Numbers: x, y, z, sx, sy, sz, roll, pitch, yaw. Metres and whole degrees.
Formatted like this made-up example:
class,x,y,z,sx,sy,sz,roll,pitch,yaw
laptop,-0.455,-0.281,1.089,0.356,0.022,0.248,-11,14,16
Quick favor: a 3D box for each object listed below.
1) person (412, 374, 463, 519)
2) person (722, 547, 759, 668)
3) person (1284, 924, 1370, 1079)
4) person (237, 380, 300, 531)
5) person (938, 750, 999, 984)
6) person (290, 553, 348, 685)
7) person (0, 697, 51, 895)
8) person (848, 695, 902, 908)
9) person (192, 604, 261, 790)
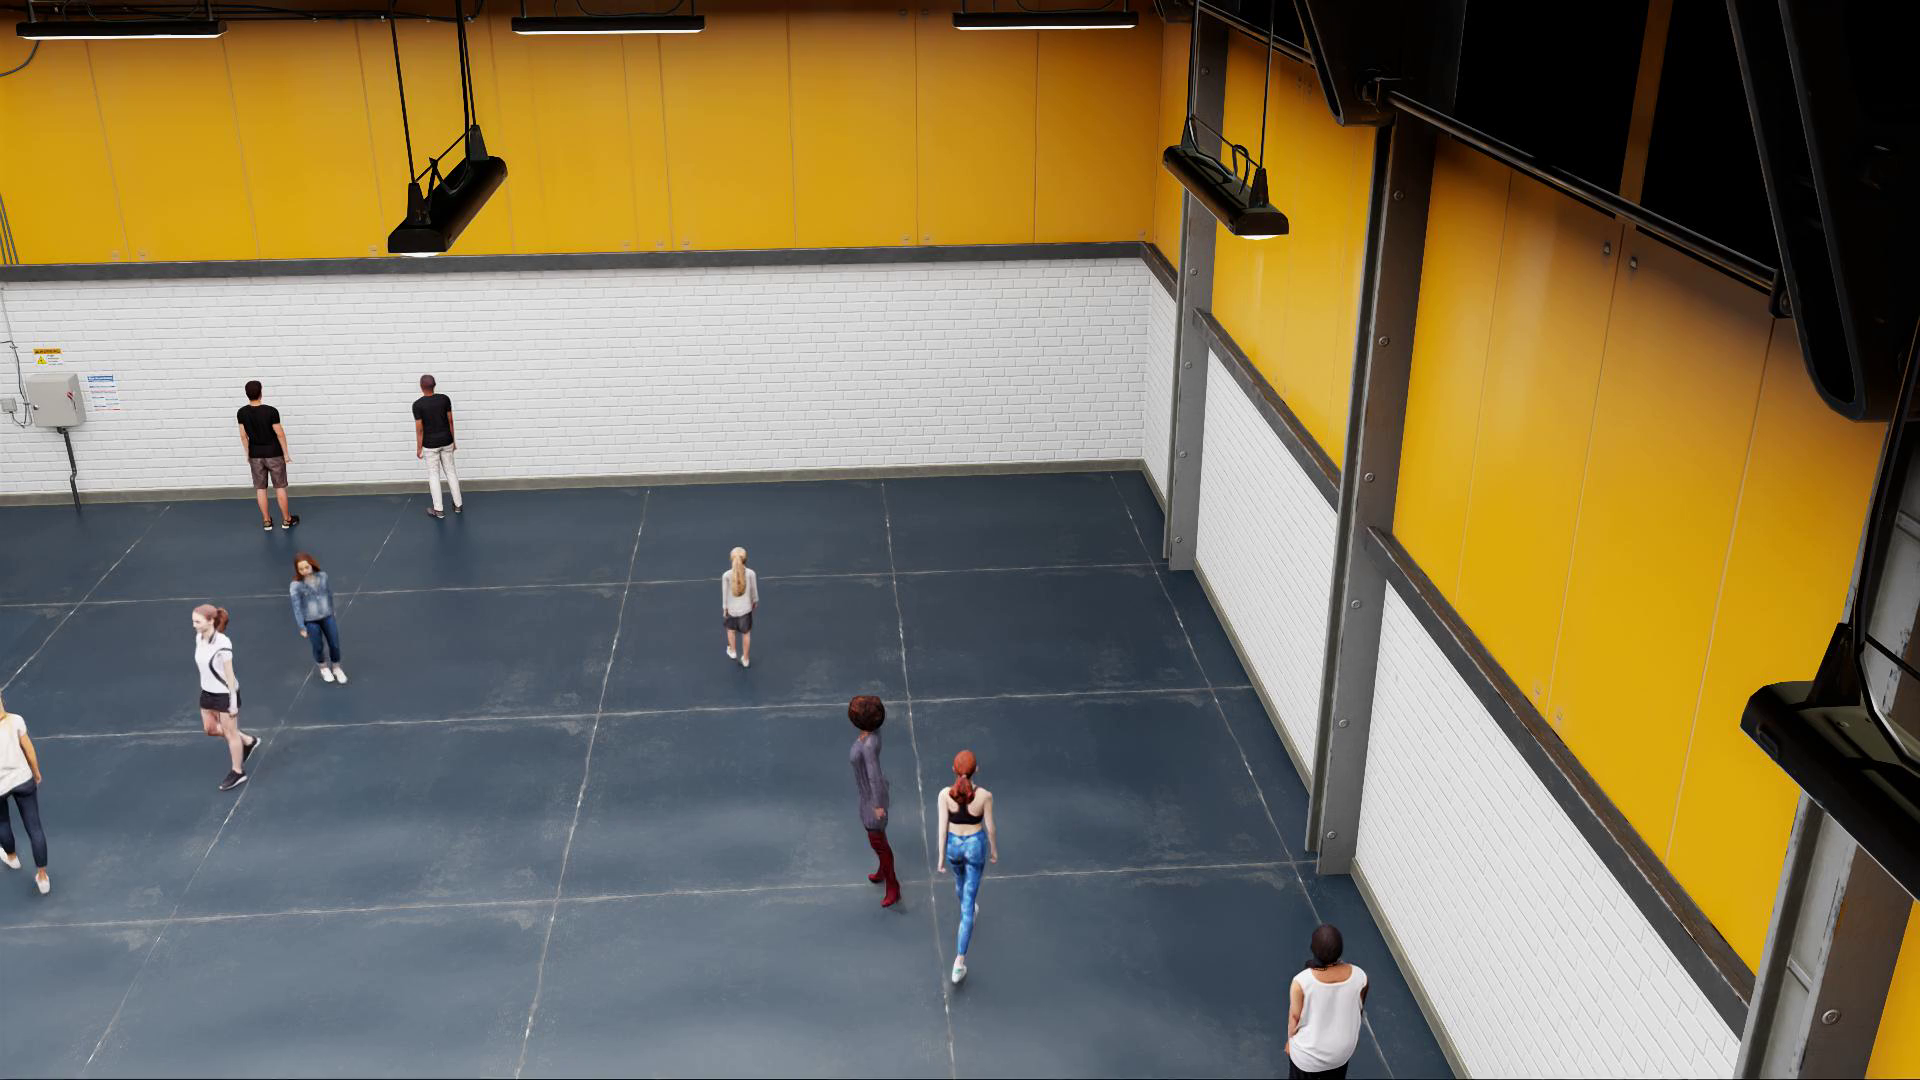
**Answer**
class,x,y,z,sx,sy,sz,roll,pitch,yaw
person,-6.375,-1.161,20.280,0.763,1.805,0.793,-19,30,-37
person,-2.207,0.693,16.713,0.597,1.264,0.697,-6,24,-15
person,2.285,3.149,10.567,0.660,1.688,0.610,-4,24,-8
person,-8.313,-1.021,19.890,0.669,1.862,0.580,-3,24,-7
person,0.037,2.403,12.217,0.795,1.733,1.291,3,24,7
person,-6.323,0.748,16.356,0.773,1.451,0.723,17,29,34
person,-7.448,1.996,13.083,0.938,1.785,1.079,-18,29,-35
person,-0.633,2.048,13.087,0.833,1.686,0.550,-6,24,-13
person,-6.428,1.335,14.652,0.764,1.740,0.870,11,26,24
